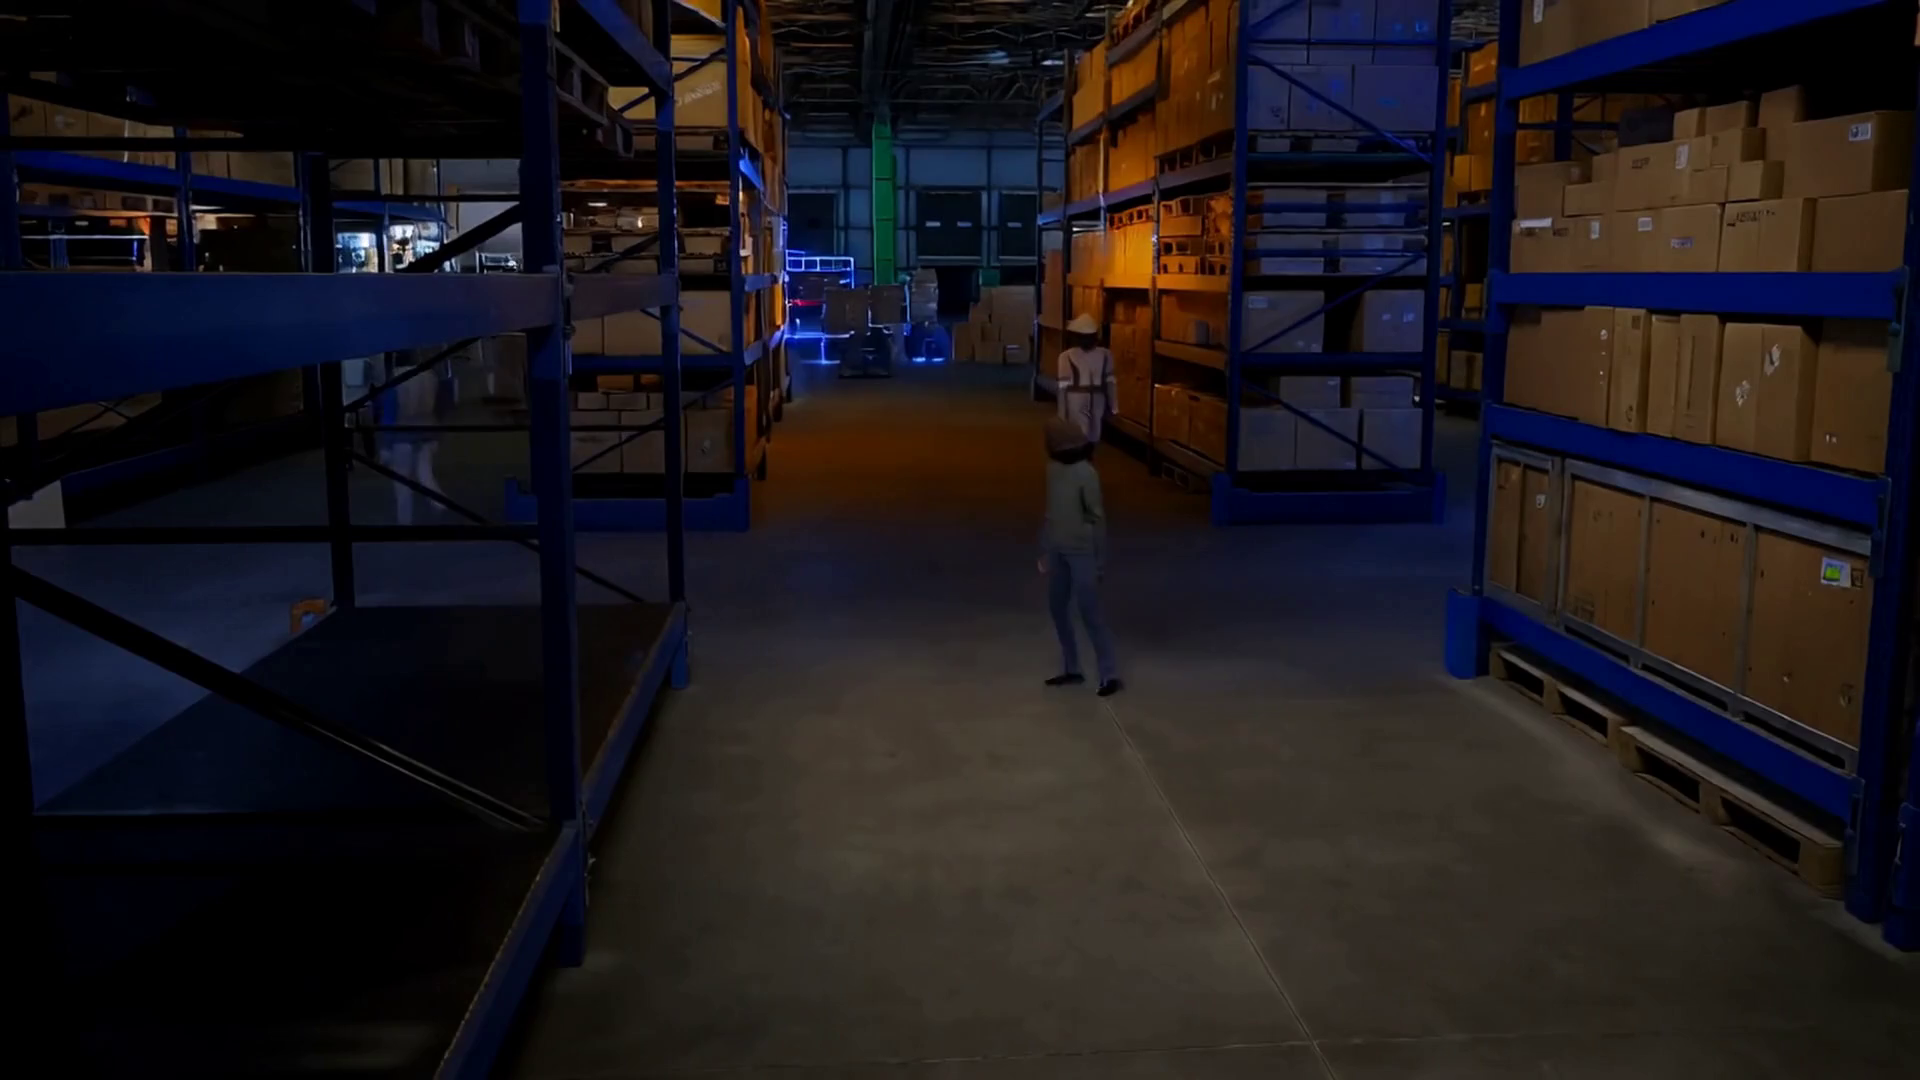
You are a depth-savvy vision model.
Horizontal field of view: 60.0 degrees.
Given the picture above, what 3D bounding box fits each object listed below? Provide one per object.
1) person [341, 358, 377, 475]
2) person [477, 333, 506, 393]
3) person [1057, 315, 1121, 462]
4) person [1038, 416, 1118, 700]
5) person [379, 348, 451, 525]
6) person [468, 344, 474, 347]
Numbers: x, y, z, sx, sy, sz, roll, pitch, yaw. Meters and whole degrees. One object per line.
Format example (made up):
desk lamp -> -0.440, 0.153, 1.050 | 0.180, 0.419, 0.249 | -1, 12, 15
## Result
person -> -7.301, -1.627, 20.047 | 0.539, 1.696, 0.319 | -6, 11, -31
person -> -8.791, -3.395, 31.221 | 0.547, 1.670, 0.695 | -1, 9, -7
person -> 1.351, -1.353, 17.411 | 0.613, 1.987, 1.041 | -3, 9, -16
person -> 0.680, 0.096, 9.542 | 0.341, 1.596, 0.657 | -6, 11, -34
person -> -5.016, -0.930, 15.289 | 0.596, 1.821, 0.639 | 8, 12, 40
person -> -16.554, -7.417, 55.973 | 0.714, 1.865, 0.910 | -1, 9, -4
